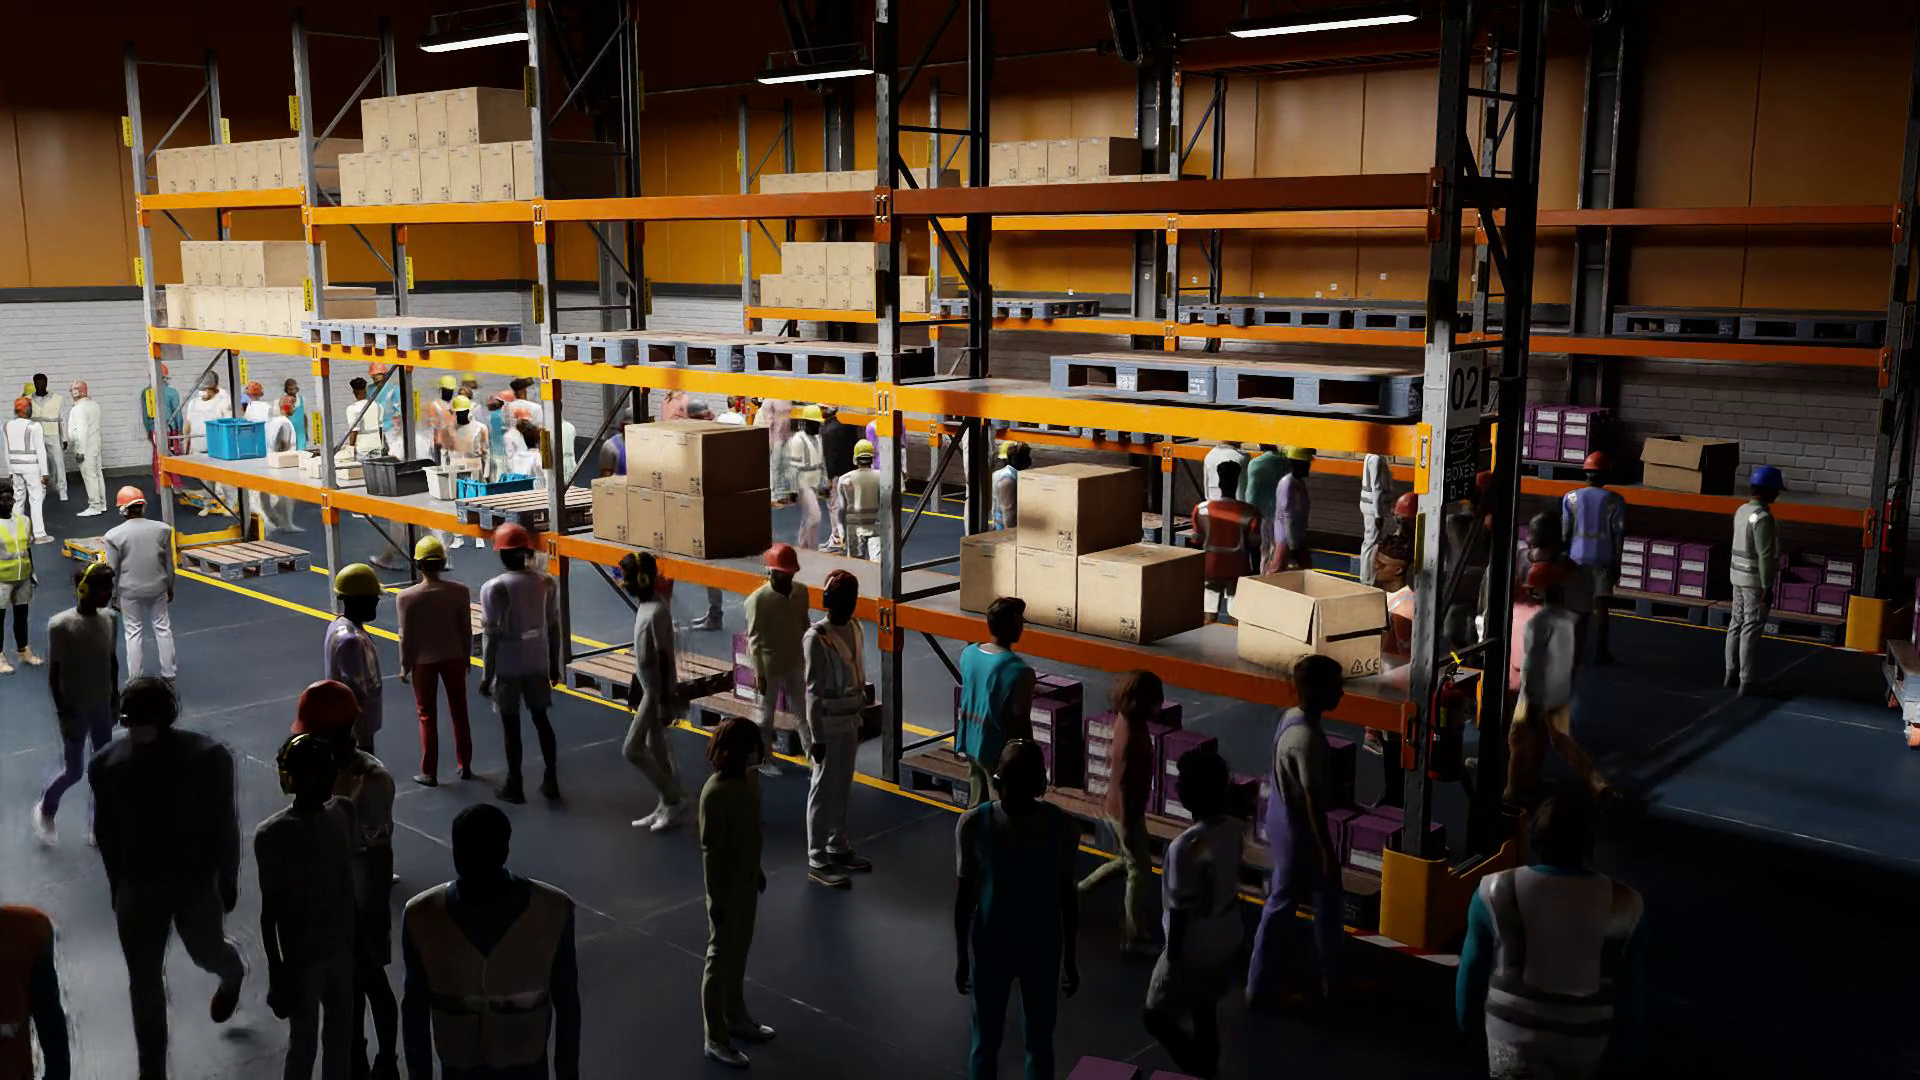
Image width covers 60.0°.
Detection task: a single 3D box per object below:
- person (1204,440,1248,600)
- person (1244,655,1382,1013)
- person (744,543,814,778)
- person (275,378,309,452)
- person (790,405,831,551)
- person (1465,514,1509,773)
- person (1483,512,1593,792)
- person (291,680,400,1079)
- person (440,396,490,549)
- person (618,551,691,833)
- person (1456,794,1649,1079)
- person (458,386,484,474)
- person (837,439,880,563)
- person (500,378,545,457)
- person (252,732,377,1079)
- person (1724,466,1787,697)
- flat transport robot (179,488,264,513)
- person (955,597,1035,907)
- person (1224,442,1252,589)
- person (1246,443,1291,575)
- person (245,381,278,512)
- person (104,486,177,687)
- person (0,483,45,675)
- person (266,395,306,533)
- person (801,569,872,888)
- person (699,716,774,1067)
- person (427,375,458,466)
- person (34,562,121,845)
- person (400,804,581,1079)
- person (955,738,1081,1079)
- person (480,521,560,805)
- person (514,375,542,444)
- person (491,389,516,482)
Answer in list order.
[{"bbox_3d":[2.887,-0.314,17.845,0.399,1.909,0.642,-5,11,-26],"label":"person"},{"bbox_3d":[1.774,1.456,8.081,0.800,1.814,0.530,2,10,11],"label":"person"},{"bbox_3d":[-1.197,0.874,11.646,0.599,1.710,0.827,-9,13,-42],"label":"person"},{"bbox_3d":[-10.305,-1.622,25.634,0.552,1.785,0.970,-8,13,-39],"label":"person"},{"bbox_3d":[-1.716,-0.653,19.741,0.623,1.907,0.601,4,11,23],"label":"person"},{"bbox_3d":[3.886,0.737,12.009,0.358,1.876,0.577,7,12,34],"label":"person"},{"bbox_3d":[3.884,0.775,11.307,0.700,2.000,0.812,6,11,29],"label":"person"},{"bbox_3d":[-2.701,1.543,7.291,0.543,1.929,0.386,7,12,34],"label":"person"},{"bbox_3d":[-6.178,-0.845,20.789,0.594,1.925,0.369,-1,10,-7],"label":"person"},{"bbox_3d":[-2.003,0.977,10.706,0.395,1.849,0.531,-2,10,-11],"label":"person"},{"bbox_3d":[2.165,1.813,6.156,0.639,1.797,0.945,2,10,11],"label":"person"},{"bbox_3d":[-7.587,-1.566,25.712,0.524,1.632,0.315,3,10,17],"label":"person"},{"bbox_3d":[-0.961,-0.111,16.950,0.586,1.824,0.404,-1,10,-6],"label":"person"},{"bbox_3d":[-6.155,-1.309,23.458,0.619,1.924,0.627,1,10,3],"label":"person"},{"bbox_3d":[-2.571,1.676,6.700,0.320,1.871,0.533,4,11,23],"label":"person"},{"bbox_3d":[6.708,0.340,14.035,0.387,1.947,0.604,0,10,3],"label":"person"},{"bbox_3d":[-10.656,-0.578,23.961,0.652,0.197,1.431,-10,14,-44],"label":"flat transport robot"},{"bbox_3d":[0.196,1.228,9.344,0.388,1.837,0.560,-8,13,-39],"label":"person"},{"bbox_3d":[2.985,-0.385,18.127,0.389,1.949,0.604,-6,12,-31],"label":"person"},{"bbox_3d":[3.213,-0.230,17.315,0.629,1.930,0.358,-7,12,-36],"label":"person"},{"bbox_3d":[-9.884,-1.293,23.452,0.576,1.882,0.355,-7,12,-35],"label":"person"},{"bbox_3d":[-7.025,0.403,14.253,0.569,1.744,0.350,-10,14,-44],"label":"person"},{"bbox_3d":[-8.459,0.331,14.791,0.318,1.697,0.533,4,11,22],"label":"person"},{"bbox_3d":[-8.915,-0.998,21.976,0.454,1.813,0.610,-7,12,-35],"label":"person"},{"bbox_3d":[-0.729,1.102,9.902,0.349,1.882,0.577,5,11,24],"label":"person"},{"bbox_3d":[-1.045,1.607,7.755,0.266,1.631,0.507,3,11,17],"label":"person"},{"bbox_3d":[-7.540,-1.464,24.360,0.536,1.899,0.610,6,12,32],"label":"person"},{"bbox_3d":[-5.502,1.035,10.409,0.592,1.841,0.525,5,11,26],"label":"person"},{"bbox_3d":[-1.616,1.816,5.777,0.595,1.915,0.371,-2,10,-9],"label":"person"},{"bbox_3d":[0.233,1.684,6.734,0.506,1.842,0.342,0,10,-1],"label":"person"},{"bbox_3d":[-2.988,0.834,11.297,0.555,1.939,0.387,-9,13,-41],"label":"person"},{"bbox_3d":[-7.288,-2.026,28.031,0.493,1.728,0.324,1,10,7],"label":"person"},{"bbox_3d":[-6.473,-1.279,23.773,0.354,1.741,0.569,-8,13,-39],"label":"person"}]
